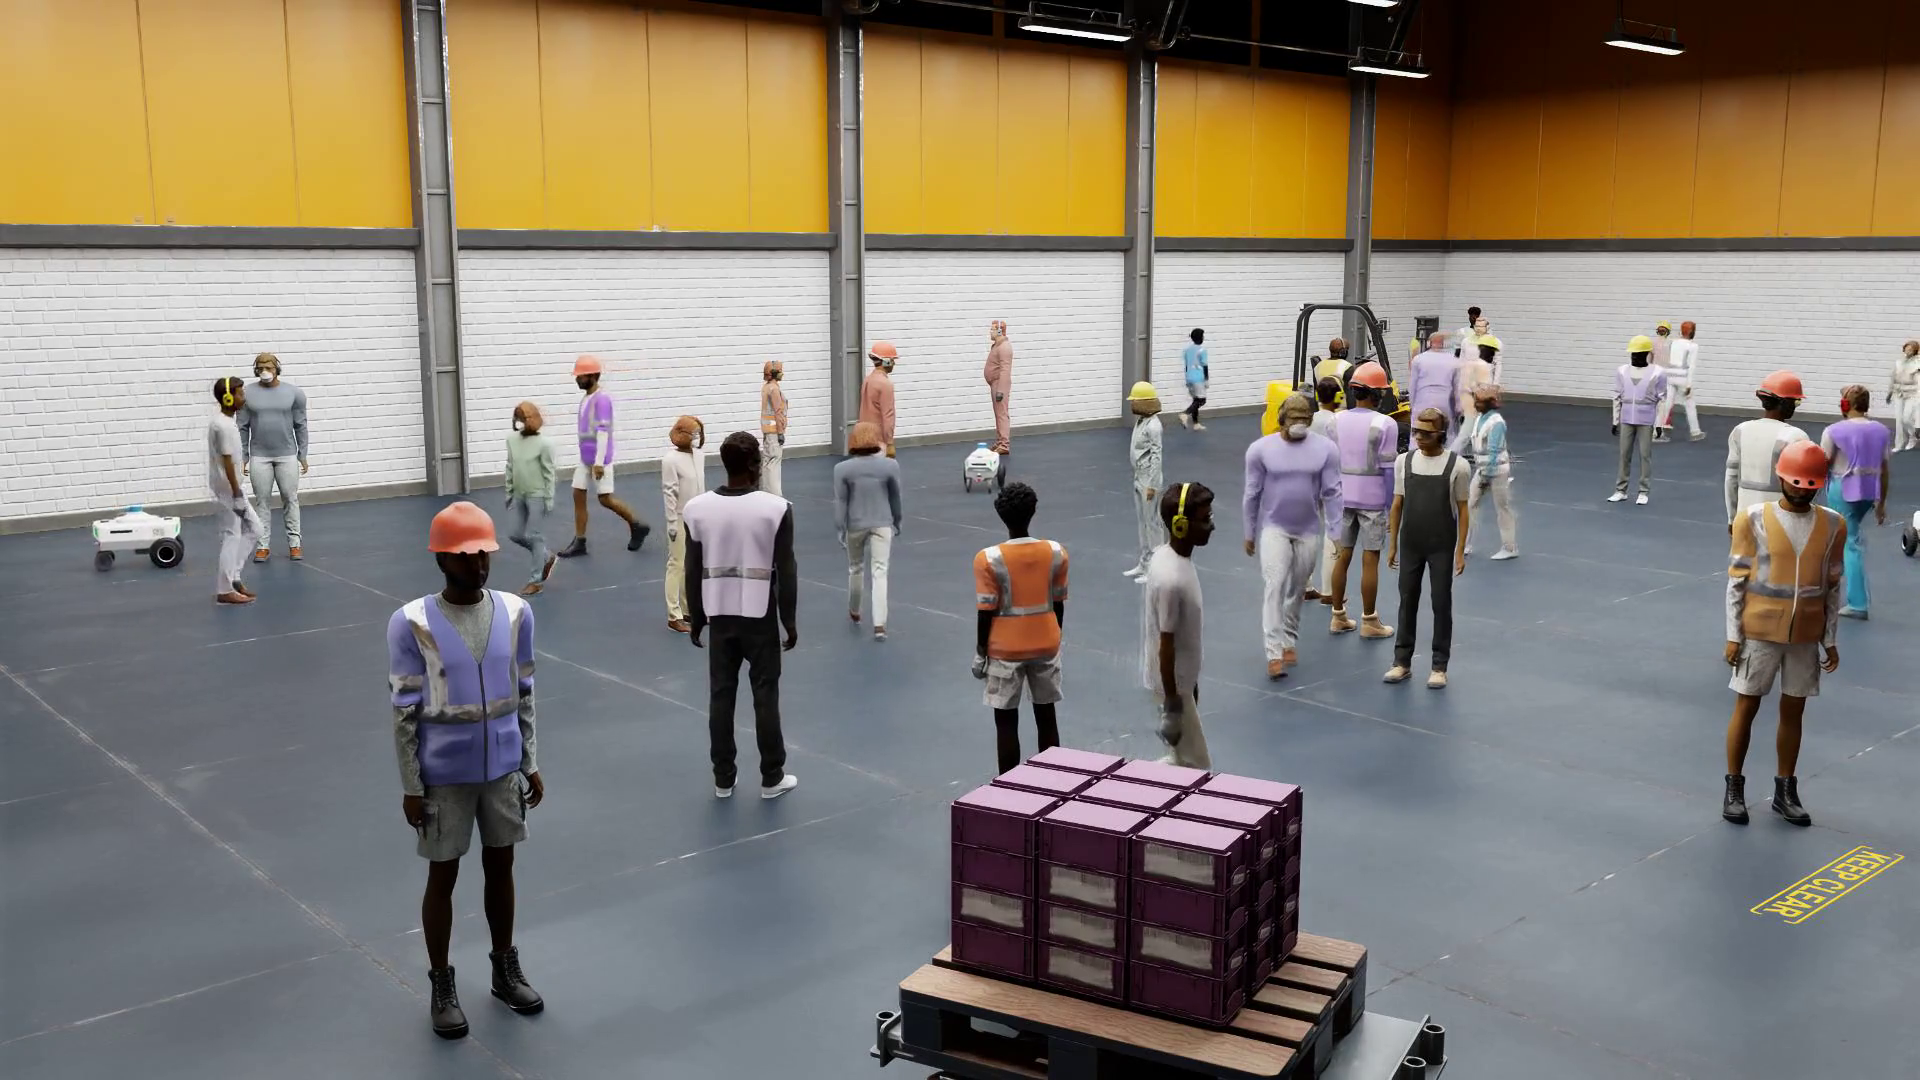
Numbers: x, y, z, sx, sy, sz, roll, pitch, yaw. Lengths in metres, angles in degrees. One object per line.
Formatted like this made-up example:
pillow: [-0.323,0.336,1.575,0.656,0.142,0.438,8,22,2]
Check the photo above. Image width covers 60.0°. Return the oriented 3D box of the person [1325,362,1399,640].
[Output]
person: [2.973,-0.286,12.252,0.373,2.043,0.615,-9,13,-42]

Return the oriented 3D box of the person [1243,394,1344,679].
person: [2.241,-0.020,11.141,0.639,1.893,0.952,0,10,1]

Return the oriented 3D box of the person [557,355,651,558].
person: [-3.374,-0.794,15.643,0.842,1.907,0.543,-8,12,-38]

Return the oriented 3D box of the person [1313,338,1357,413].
person: [4.524,-1.500,19.953,0.429,1.844,0.624,-7,12,-34]

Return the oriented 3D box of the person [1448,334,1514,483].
person: [6.344,-1.587,20.437,0.963,1.859,0.677,1,10,6]

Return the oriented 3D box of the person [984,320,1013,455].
person: [0.542,-2.163,23.644,0.409,1.909,0.639,-1,10,-4]

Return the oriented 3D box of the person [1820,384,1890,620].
person: [6.916,-0.318,13.114,0.597,1.802,0.901,-3,10,-17]

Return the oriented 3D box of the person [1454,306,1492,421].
person: [8.733,-2.995,28.336,0.614,1.963,0.362,4,10,22]

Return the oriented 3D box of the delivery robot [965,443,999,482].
delivery robot: [0.271,-0.926,20.077,0.477,0.478,0.707,1,10,8]

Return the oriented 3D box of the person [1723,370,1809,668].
person: [5.560,-0.145,11.429,0.379,2.041,0.616,-4,11,-24]

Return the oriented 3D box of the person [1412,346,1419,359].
person: [6.993,-2.343,25.107,0.315,1.767,0.535,-2,10,-10]

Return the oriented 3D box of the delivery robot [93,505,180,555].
delivery robot: [-7.462,-0.076,15.078,0.707,0.478,0.477,-3,10,-24]

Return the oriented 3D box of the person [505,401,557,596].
person: [-3.559,-0.358,13.883,0.520,1.619,0.458,6,11,29]

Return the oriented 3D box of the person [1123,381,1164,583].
person: [1.597,-0.500,14.388,0.321,1.740,0.489,-1,10,-8]

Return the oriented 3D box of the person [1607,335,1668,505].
person: [7.703,-1.363,18.906,0.590,1.923,0.383,9,13,44]

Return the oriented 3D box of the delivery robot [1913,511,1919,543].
delivery robot: [9.082,-0.116,15.337,0.477,0.478,0.707,2,10,12]

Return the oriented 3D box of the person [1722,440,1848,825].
person: [4.074,0.460,8.224,0.542,1.928,0.377,1,10,8]

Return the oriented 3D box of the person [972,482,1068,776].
person: [0.302,0.554,8.342,0.533,1.698,0.322,-5,11,-26]

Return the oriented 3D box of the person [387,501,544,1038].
person: [-1.779,0.820,6.072,0.545,1.942,0.353,-8,12,-39]

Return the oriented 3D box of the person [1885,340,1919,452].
person: [13.549,-2.050,23.809,0.361,1.622,0.529,-4,11,-24]

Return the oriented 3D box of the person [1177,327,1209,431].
person: [3.736,-2.565,26.639,0.568,1.679,0.540,-5,11,-28]

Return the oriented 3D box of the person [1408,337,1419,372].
person: [7.159,-2.465,25.599,0.429,1.844,0.625,-3,10,-20]

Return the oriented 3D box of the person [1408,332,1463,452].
person: [6.106,-1.724,21.265,0.808,1.856,0.558,0,10,2]

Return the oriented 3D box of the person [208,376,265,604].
person: [-5.877,-0.393,13.454,0.442,1.847,0.566,-4,10,-22]

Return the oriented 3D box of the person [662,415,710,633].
person: [-2.054,-0.131,12.540,0.278,1.633,0.497,4,11,24]

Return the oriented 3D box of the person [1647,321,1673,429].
person: [11.424,-2.679,27.095,0.524,1.760,0.327,8,12,38]

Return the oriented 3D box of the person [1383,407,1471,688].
person: [3.057,0.049,10.875,0.508,1.842,0.336,6,12,33]

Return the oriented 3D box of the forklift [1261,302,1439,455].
forklift: [5.320,-2.157,22.763,2.313,2.155,1.214,3,10,16]

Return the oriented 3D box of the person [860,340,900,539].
person: [-0.798,-1.003,16.669,0.443,1.980,0.627,-4,10,-22]

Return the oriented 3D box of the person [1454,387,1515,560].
person: [4.834,-0.611,15.390,0.745,1.602,0.548,-1,10,-7]

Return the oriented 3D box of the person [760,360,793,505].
person: [-2.105,-1.208,18.830,0.307,1.641,0.512,-4,10,-22]

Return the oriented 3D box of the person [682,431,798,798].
person: [-1.132,0.398,8.626,0.589,1.915,0.398,2,10,10]

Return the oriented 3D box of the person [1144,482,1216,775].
person: [0.932,0.647,7.350,0.723,1.850,0.555,1,10,6]

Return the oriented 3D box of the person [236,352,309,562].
person: [-6.343,-0.766,15.368,0.631,1.939,0.369,-3,10,-19]

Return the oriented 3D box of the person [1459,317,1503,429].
person: [7.739,-2.367,24.836,0.638,1.909,0.402,6,11,31]

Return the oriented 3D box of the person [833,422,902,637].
person: [-0.685,-0.088,12.435,0.509,1.586,0.872,-1,10,-4]

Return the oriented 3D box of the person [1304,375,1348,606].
person: [2.959,-0.402,13.482,0.320,1.864,0.504,-9,13,-42]

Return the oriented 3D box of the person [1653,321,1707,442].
person: [10.932,-2.390,25.210,0.977,1.836,0.584,-5,11,-27]

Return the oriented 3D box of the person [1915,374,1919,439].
person: [11.259,-1.345,19.042,0.587,1.850,0.884,3,10,17]
